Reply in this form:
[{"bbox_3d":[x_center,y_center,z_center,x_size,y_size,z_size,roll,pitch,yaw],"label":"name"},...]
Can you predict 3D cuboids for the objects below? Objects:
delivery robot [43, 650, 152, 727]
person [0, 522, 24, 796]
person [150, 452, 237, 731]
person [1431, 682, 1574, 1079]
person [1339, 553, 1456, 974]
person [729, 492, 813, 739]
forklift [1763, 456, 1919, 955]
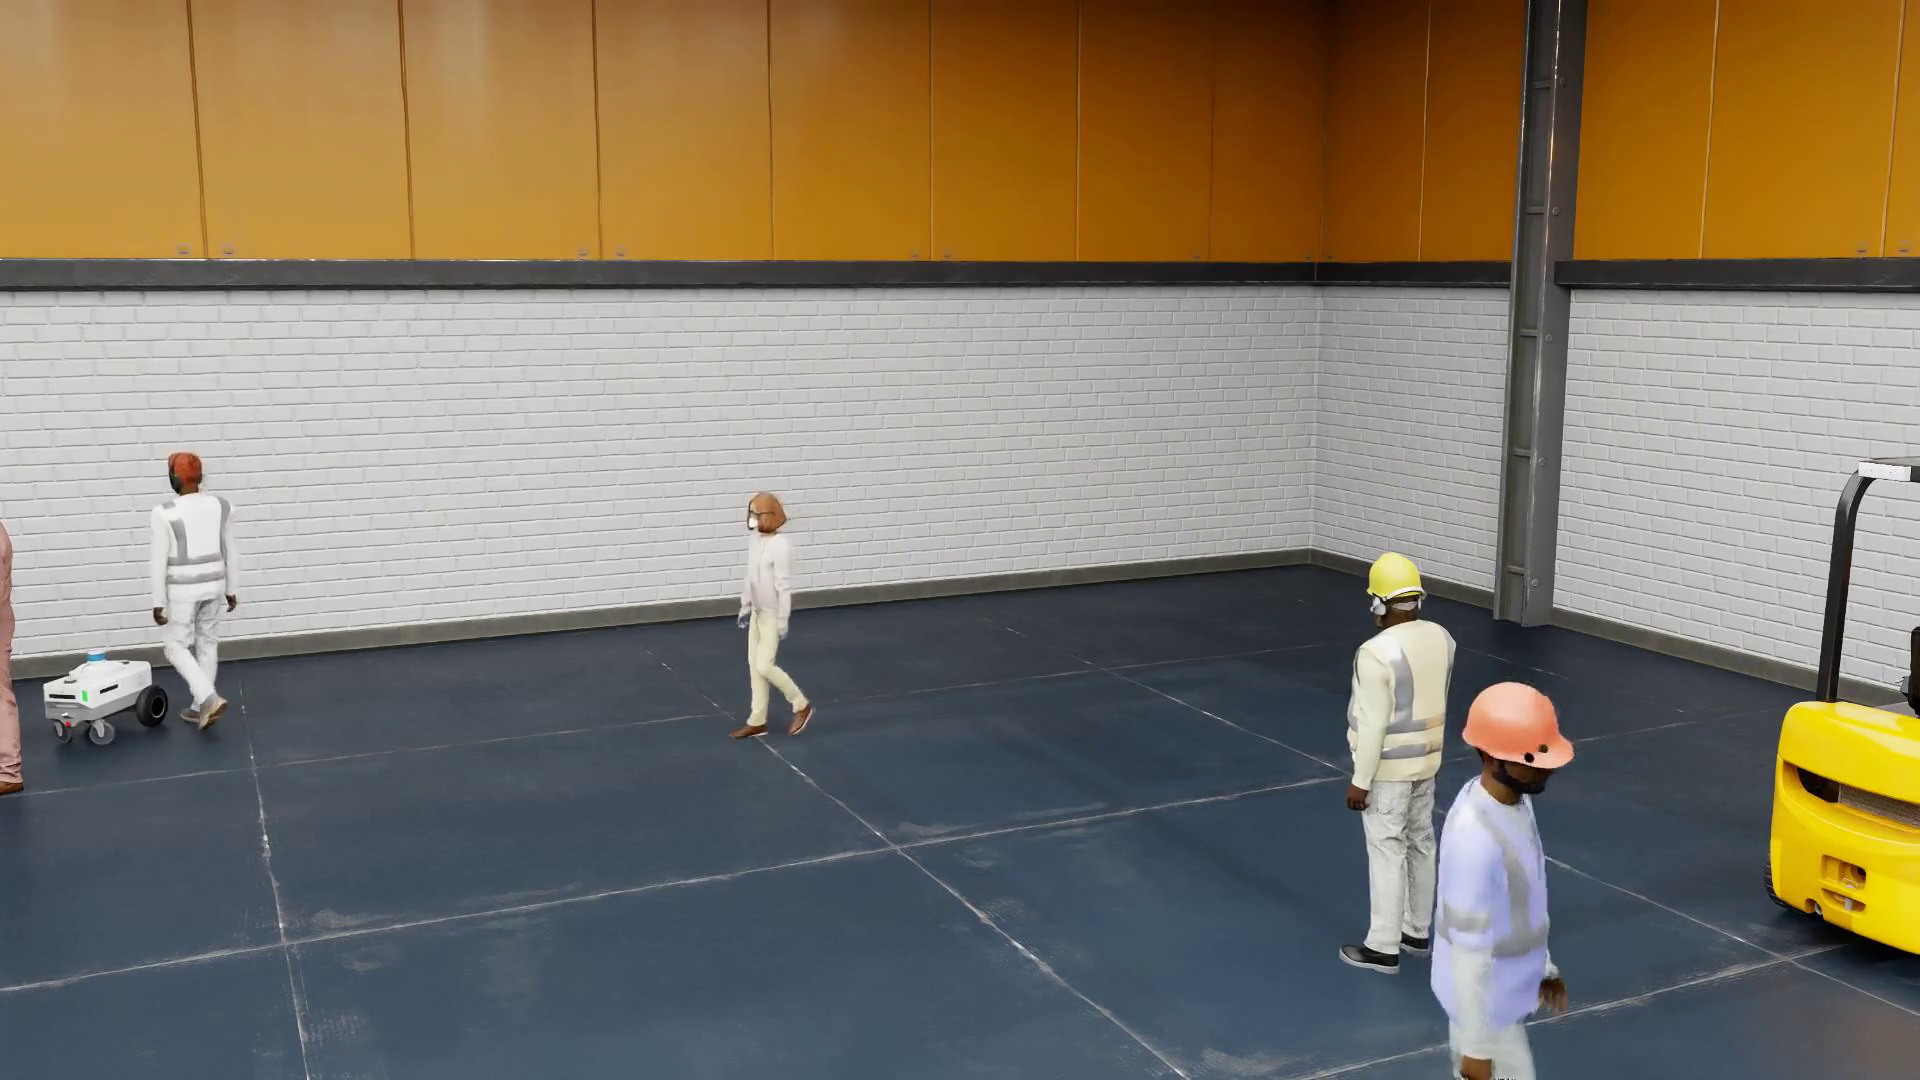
[{"bbox_3d":[-5.635,0.967,10.878,0.477,0.478,0.707,2,9,9],"label":"delivery robot"},{"bbox_3d":[-5.694,0.538,9.646,0.409,1.909,0.642,-6,11,-34],"label":"person"},{"bbox_3d":[-5.035,0.344,10.968,0.694,1.865,0.598,7,11,35],"label":"person"},{"bbox_3d":[1.551,1.319,4.866,0.573,1.907,0.616,4,10,23],"label":"person"},{"bbox_3d":[1.884,0.965,7.237,0.591,1.829,0.404,-8,12,-40],"label":"person"},{"bbox_3d":[-1.263,0.494,10.785,0.461,1.627,0.521,-5,11,-29],"label":"person"},{"bbox_3d":[4.857,0.731,7.561,2.313,2.155,1.214,-4,10,-25],"label":"forklift"}]
